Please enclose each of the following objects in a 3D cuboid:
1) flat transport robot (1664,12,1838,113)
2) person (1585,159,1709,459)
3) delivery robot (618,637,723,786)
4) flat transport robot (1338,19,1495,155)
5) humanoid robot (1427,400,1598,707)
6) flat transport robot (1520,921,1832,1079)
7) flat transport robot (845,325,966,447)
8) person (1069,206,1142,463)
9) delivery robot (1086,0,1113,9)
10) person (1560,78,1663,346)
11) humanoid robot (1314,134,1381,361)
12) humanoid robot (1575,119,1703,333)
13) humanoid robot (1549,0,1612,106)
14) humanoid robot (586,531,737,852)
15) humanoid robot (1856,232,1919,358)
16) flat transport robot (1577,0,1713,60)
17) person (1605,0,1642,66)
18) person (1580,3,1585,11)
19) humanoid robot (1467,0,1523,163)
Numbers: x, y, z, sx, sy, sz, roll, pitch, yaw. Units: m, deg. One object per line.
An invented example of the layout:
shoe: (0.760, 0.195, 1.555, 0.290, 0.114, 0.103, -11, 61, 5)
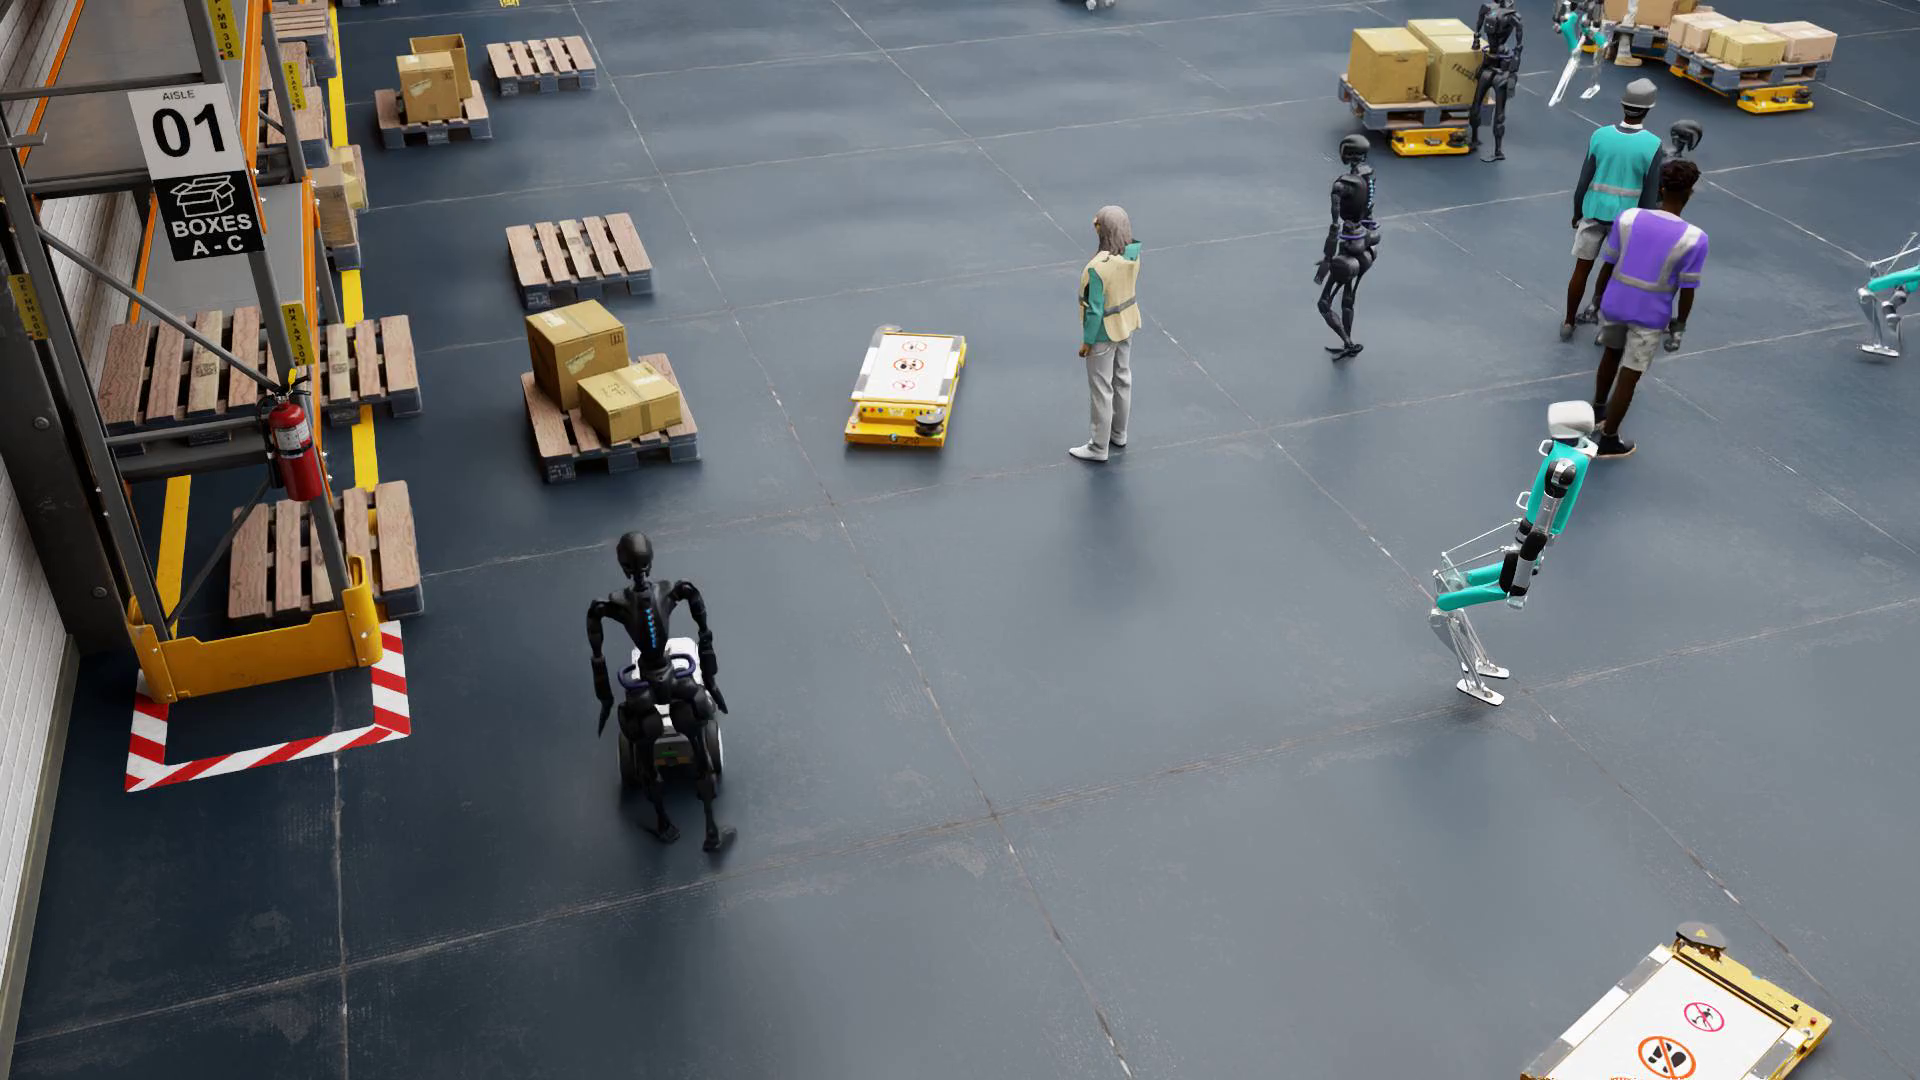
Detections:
flat transport robot: (8.014, -4.701, 17.068, 0.659, 0.231, 1.431, -8, 34, -12)
person: (4.356, -1.477, 10.615, 0.636, 1.929, 0.685, 28, 42, 36)
delivery robot: (-1.461, 0.819, 8.315, 0.503, 0.566, 0.733, -5, 33, -8)
flat transport robot: (4.351, -4.040, 16.055, 0.659, 0.231, 1.431, -3, 33, -5)
humanoid robot: (2.680, 0.029, 8.344, 0.735, 1.681, 0.533, 16, 36, 23)
flat transport robot: (2.836, 2.093, 6.648, 1.431, 0.231, 0.659, -25, 41, -33)
flat transport robot: (-0.356, -1.079, 11.513, 0.659, 0.231, 1.431, 4, 33, 5)
person: (0.950, -1.291, 10.520, 0.365, 1.709, 0.465, 22, 39, 30)
delivery robot: (1.497, -6.689, 19.868, 0.499, 0.608, 0.797, -19, 38, -26)
person: (4.662, -2.324, 11.895, 0.565, 1.936, 0.434, 20, 38, 27)
humanoid robot: (2.784, -2.037, 11.695, 0.414, 1.635, 0.591, 26, 41, 34)
humanoid robot: (5.038, -2.273, 12.102, 0.757, 1.628, 0.599, 4, 33, 6)
humanoid robot: (6.311, -5.234, 16.579, 0.914, 1.781, 0.575, -17, 37, -24)
humanoid robot: (-1.329, 0.733, 7.456, 0.590, 1.649, 0.475, -12, 35, -18)
humanoid robot: (6.666, -2.018, 11.637, 0.796, 1.804, 0.539, 13, 35, 19)
flat transport robot: (7.540, -5.416, 18.165, 1.431, 0.231, 0.659, 17, 37, 24)
person: (7.169, -5.976, 17.562, 0.347, 1.871, 0.460, -4, 33, -7)
person: (7.657, -6.866, 19.137, 0.759, 1.637, 0.464, 26, 41, 33)
humanoid robot: (4.884, -4.298, 15.166, 0.324, 1.644, 0.593, -18, 37, -26)
